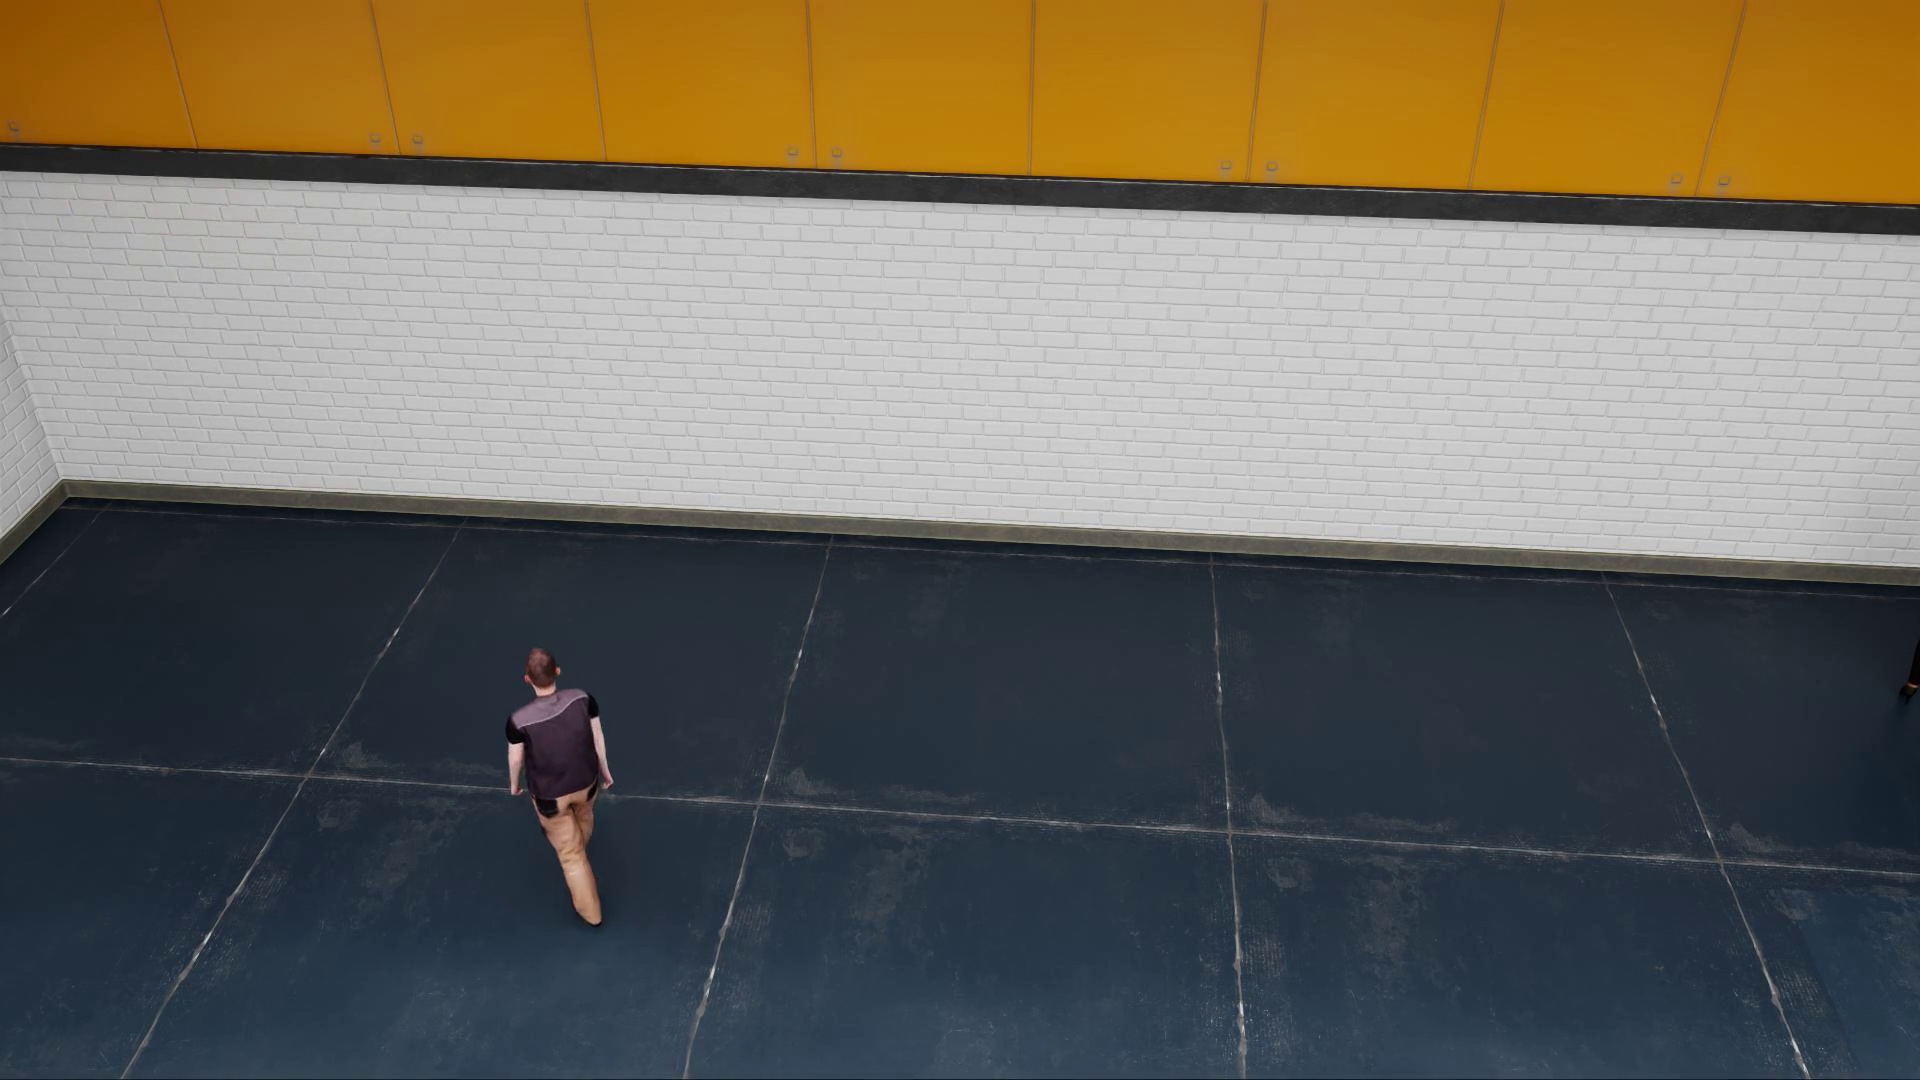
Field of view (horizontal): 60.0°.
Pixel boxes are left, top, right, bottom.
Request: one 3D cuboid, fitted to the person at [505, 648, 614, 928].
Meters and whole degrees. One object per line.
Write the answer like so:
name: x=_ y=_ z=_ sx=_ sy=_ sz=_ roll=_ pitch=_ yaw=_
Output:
person: x=-2.214 y=1.445 z=9.429 sx=1.099 sy=1.799 sz=1.216 roll=-20 pitch=38 yaw=-27
